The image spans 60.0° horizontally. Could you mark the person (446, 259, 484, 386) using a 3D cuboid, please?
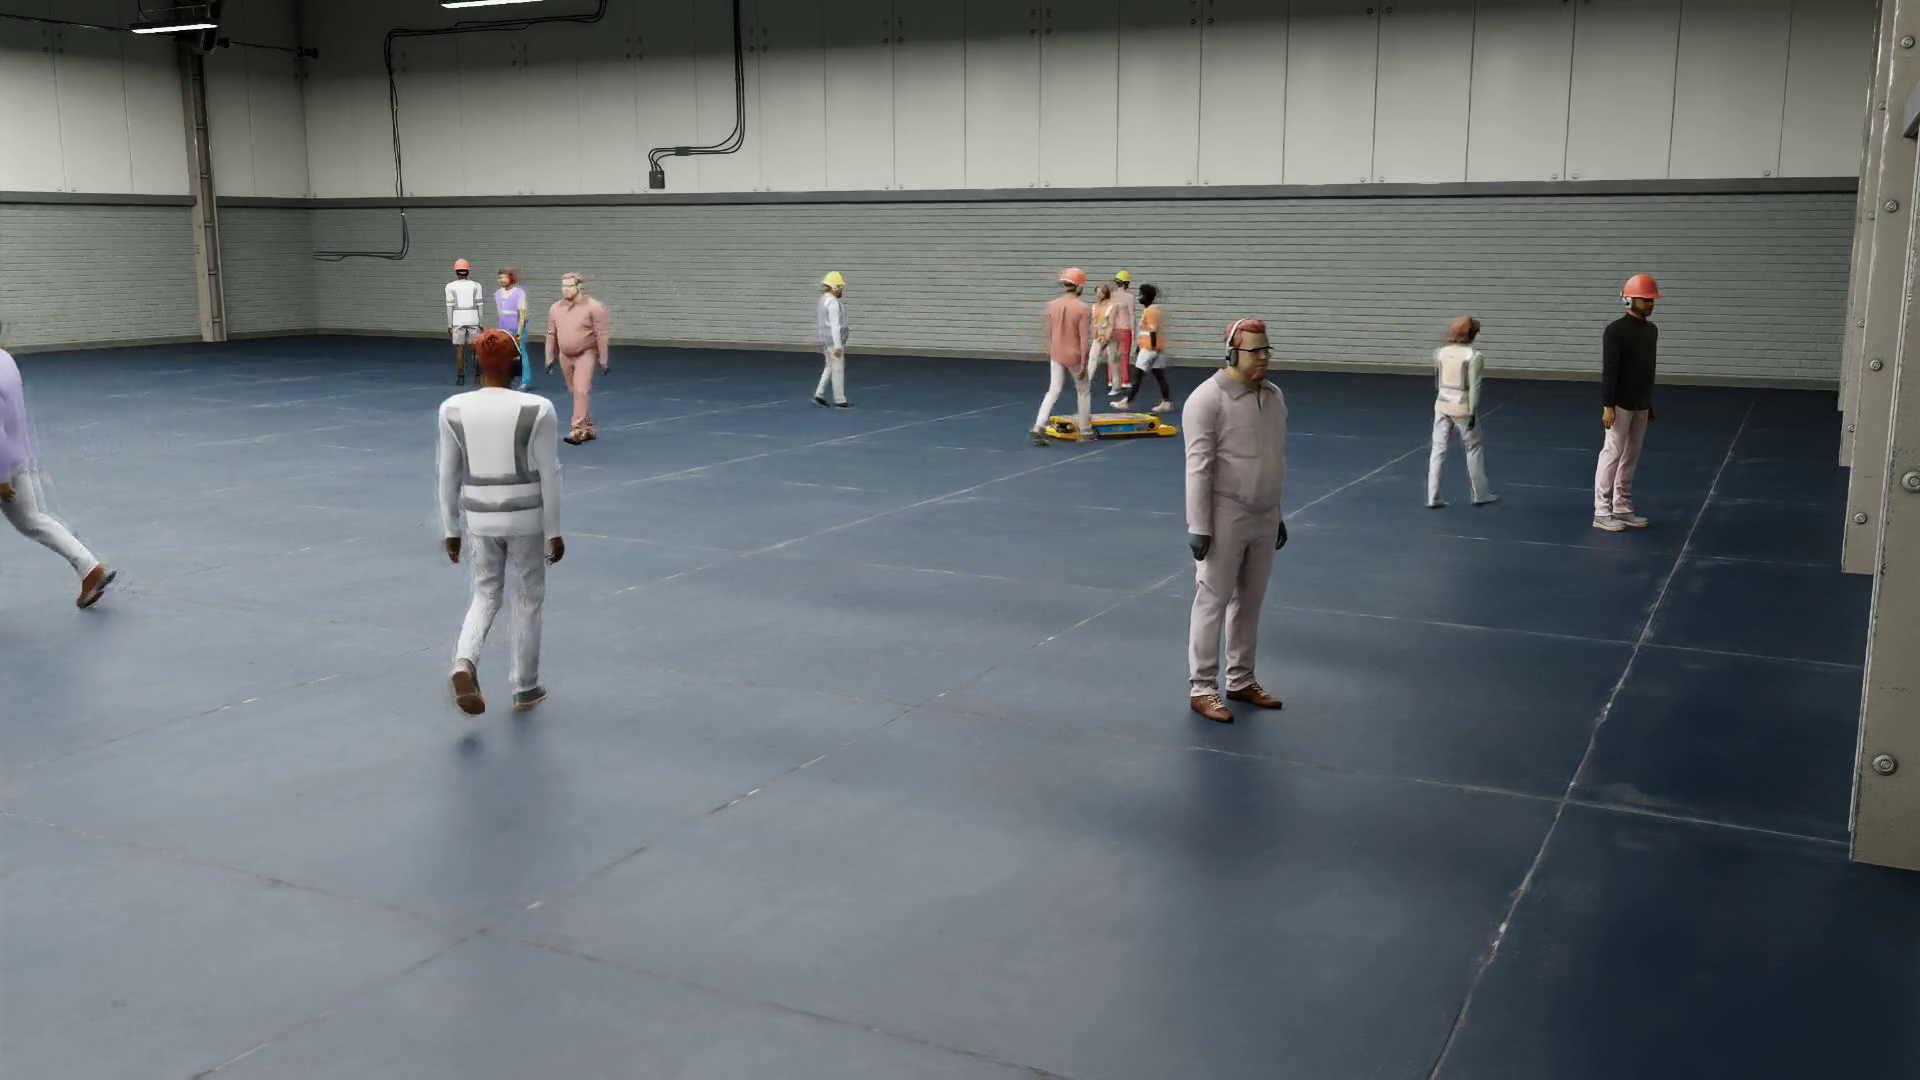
[{"bbox_3d":[-7.593,-3.336,25.525,0.550,1.935,0.359,-5,11,-24],"label":"person"}]

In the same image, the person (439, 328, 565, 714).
[{"bbox_3d":[-2.179,-0.063,7.875,0.582,1.865,0.666,1,10,7],"label":"person"}]

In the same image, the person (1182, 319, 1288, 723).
[{"bbox_3d":[1.347,-0.099,7.948,0.651,1.906,0.403,-9,14,-40],"label":"person"}]

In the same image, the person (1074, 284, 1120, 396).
[{"bbox_3d":[1.992,-2.818,23.618,0.514,1.591,0.884,10,14,42],"label":"person"}]

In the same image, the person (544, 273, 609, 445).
[{"bbox_3d":[-4.276,-1.974,18.261,0.678,1.865,0.915,4,11,19],"label":"person"}]

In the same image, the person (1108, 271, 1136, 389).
[{"bbox_3d":[2.433,-3.161,25.033,0.525,1.769,0.316,9,14,40],"label":"person"}]

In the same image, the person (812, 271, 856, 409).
[{"bbox_3d":[-1.676,-2.643,22.055,0.448,1.833,0.606,-3,11,-17],"label":"person"}]

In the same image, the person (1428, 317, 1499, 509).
[{"bbox_3d":[4.265,-1.074,14.064,0.774,1.605,0.525,-7,12,-34],"label":"person"}]

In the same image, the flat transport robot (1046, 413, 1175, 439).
[{"bbox_3d":[1.680,-1.316,19.051,1.431,0.197,0.652,-4,11,-19],"label":"flat transport robot"}]

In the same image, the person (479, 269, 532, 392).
[{"bbox_3d":[-6.597,-3.030,24.208,0.597,1.796,0.942,5,12,27],"label":"person"}]

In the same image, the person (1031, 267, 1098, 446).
[{"bbox_3d":[1.153,-2.009,18.255,0.610,1.958,0.975,8,13,36],"label":"person"}]

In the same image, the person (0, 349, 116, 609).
[{"bbox_3d":[-5.694,-0.463,9.971,0.961,1.902,0.636,-2,11,-13],"label":"person"}]

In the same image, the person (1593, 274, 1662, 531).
[{"bbox_3d":[5.247,-1.071,13.012,0.622,1.992,0.396,-7,13,-35],"label":"person"}]

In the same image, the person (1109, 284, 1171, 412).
[{"bbox_3d":[2.368,-2.479,21.583,0.856,1.654,0.539,2,11,9],"label":"person"}]
